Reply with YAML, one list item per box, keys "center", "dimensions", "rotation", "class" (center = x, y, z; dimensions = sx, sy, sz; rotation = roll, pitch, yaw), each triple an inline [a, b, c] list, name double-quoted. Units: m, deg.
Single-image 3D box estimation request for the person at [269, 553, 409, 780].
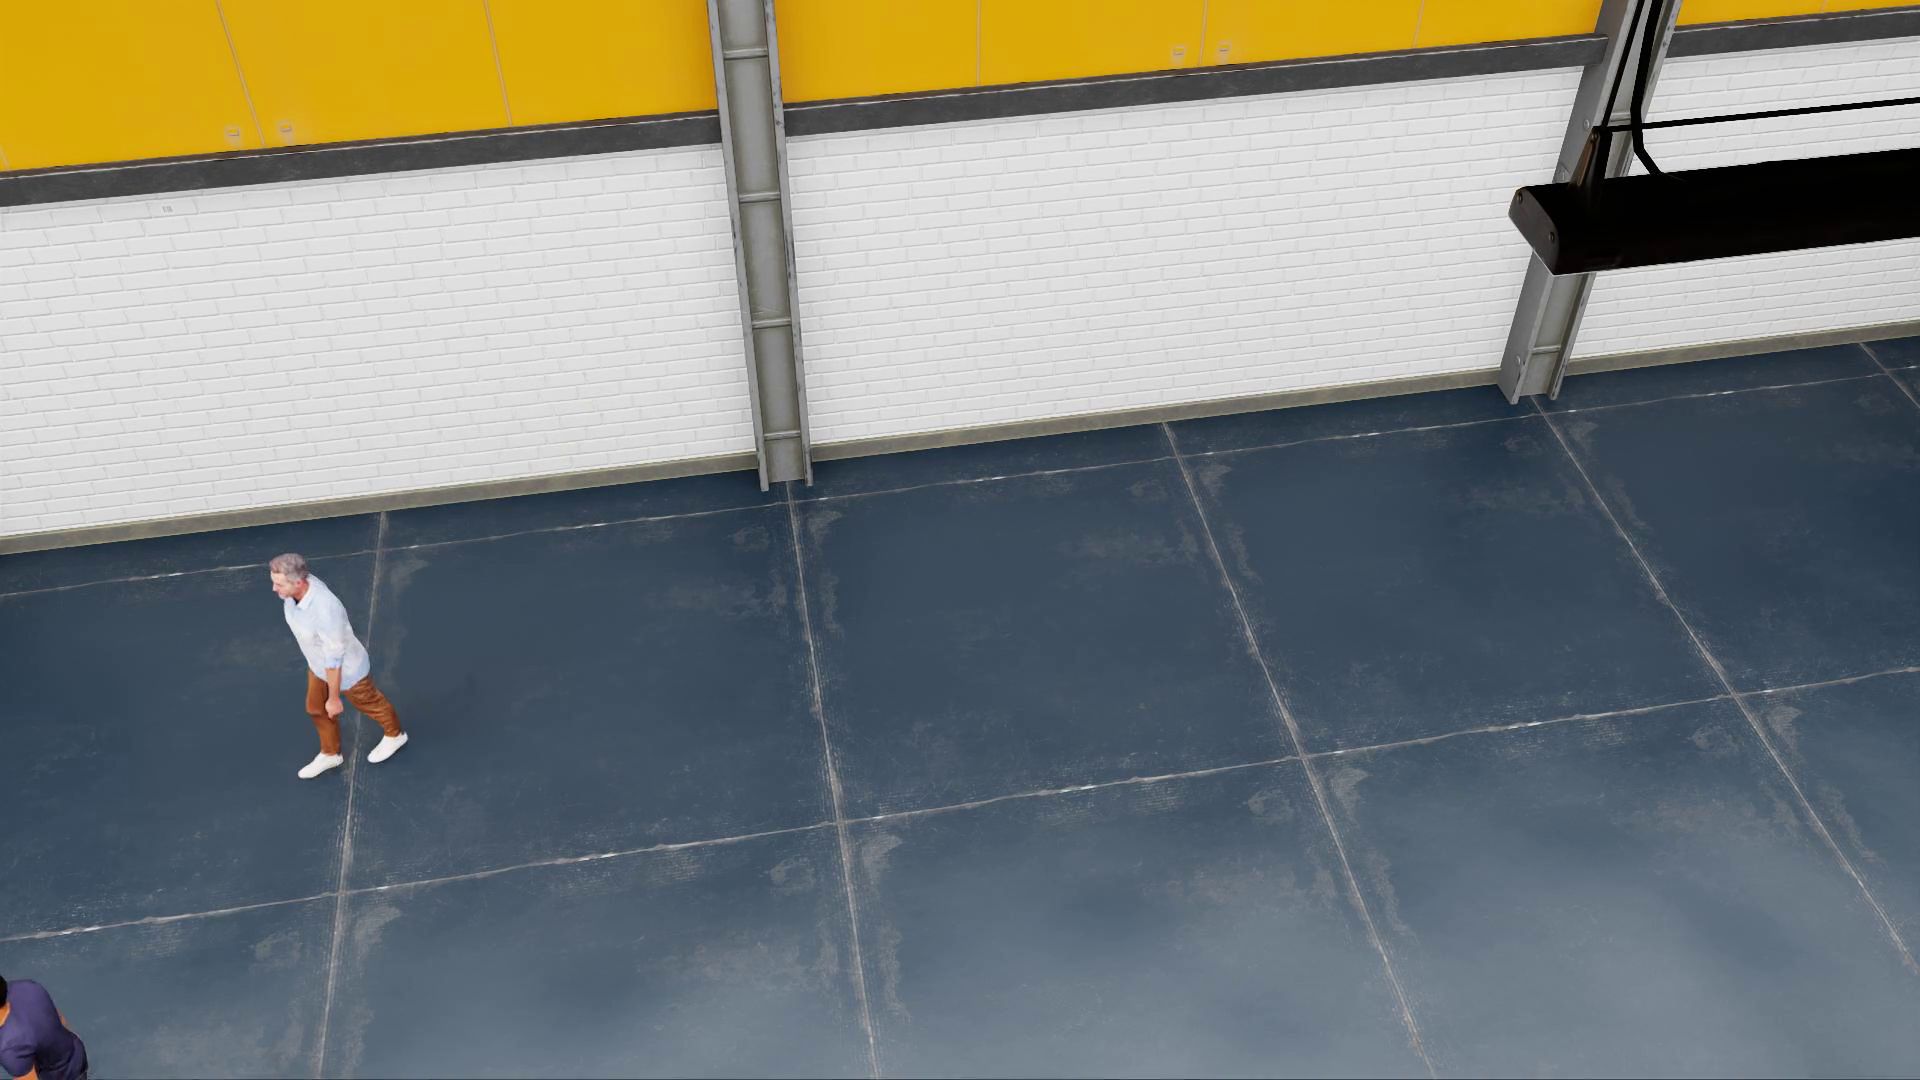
- center: [-3.719, 0.702, 10.117]
  dimensions: [0.978, 1.799, 1.060]
  rotation: [30, 51, 28]
  class: "person"
